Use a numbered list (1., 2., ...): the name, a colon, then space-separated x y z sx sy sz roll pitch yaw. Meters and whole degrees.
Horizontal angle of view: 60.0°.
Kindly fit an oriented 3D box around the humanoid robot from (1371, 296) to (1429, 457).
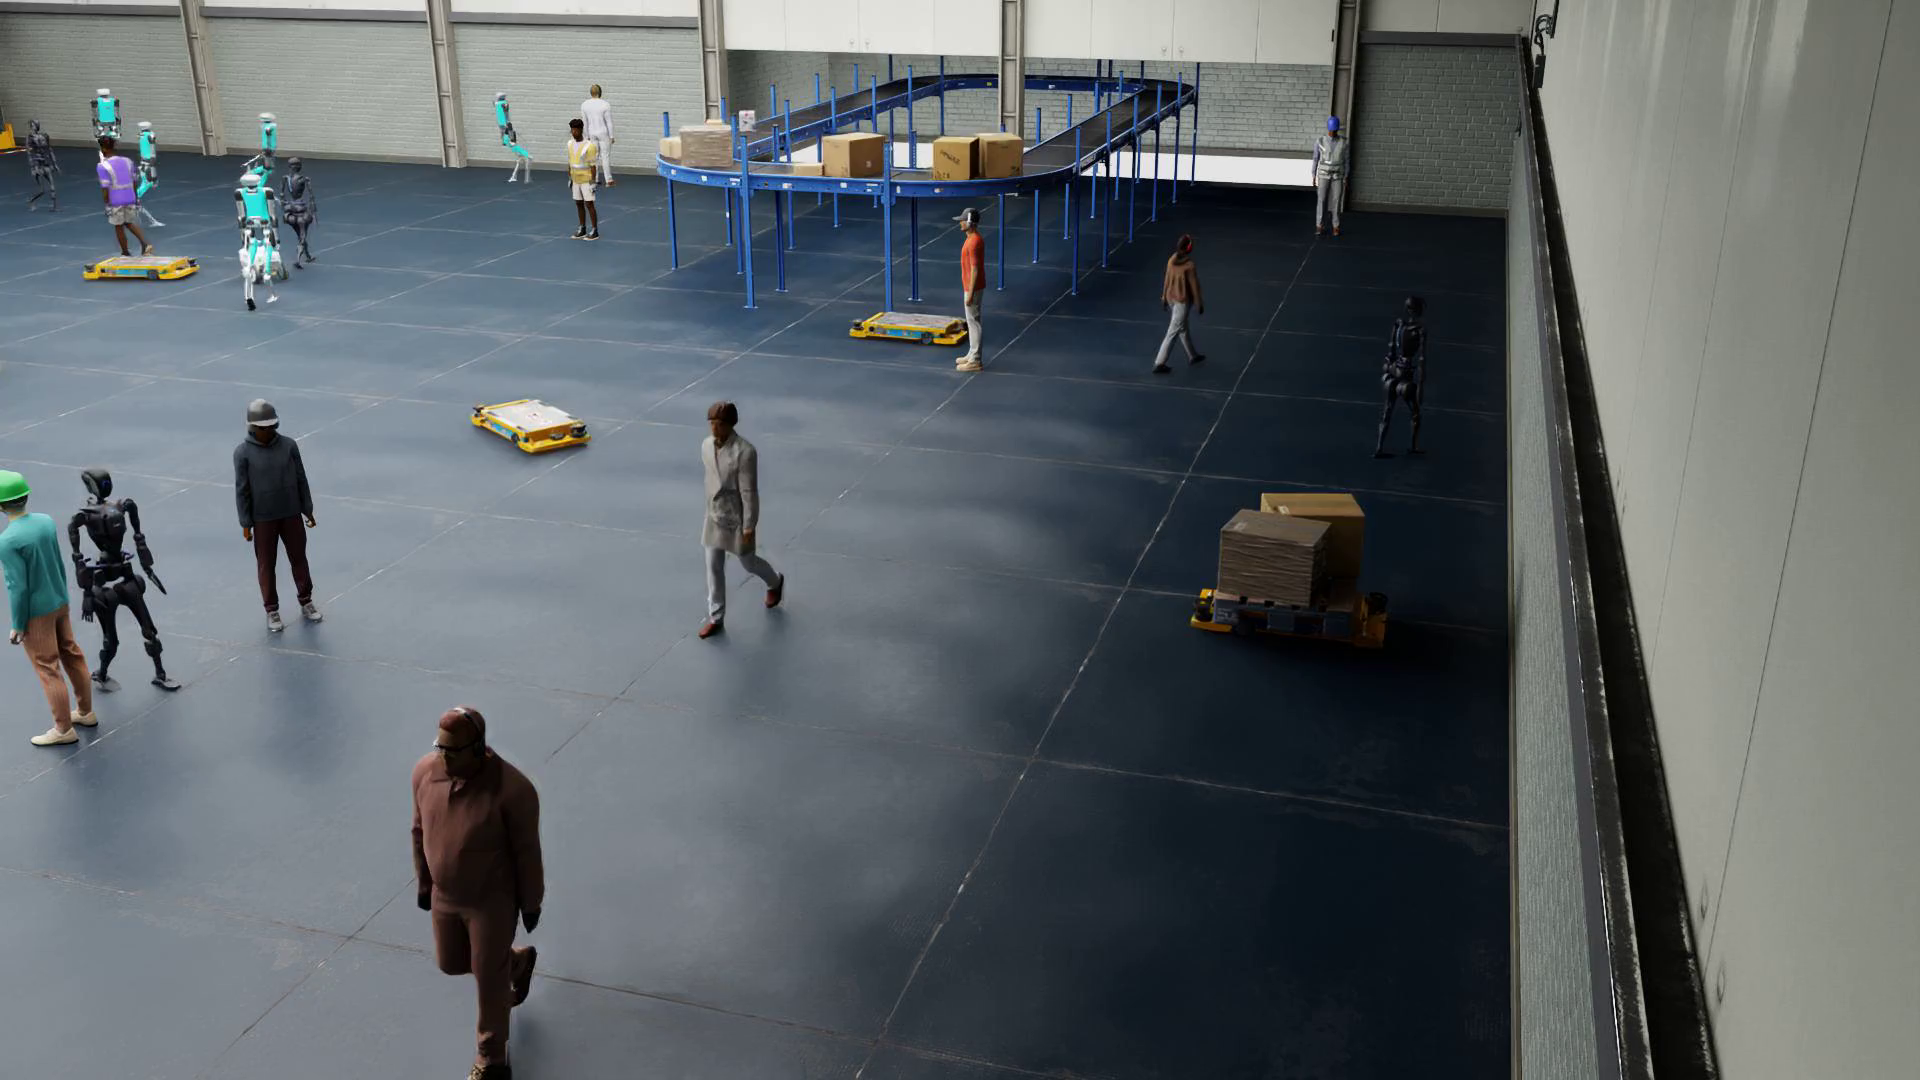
1. humanoid robot: 4.402 -1.613 16.418 0.593 1.641 0.597 -9 23 -22

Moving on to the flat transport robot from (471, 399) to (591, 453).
1. flat transport robot: -4.478 -1.203 17.299 0.659 0.231 1.431 -17 27 -37

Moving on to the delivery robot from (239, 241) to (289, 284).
1. delivery robot: -10.209 -4.051 24.314 0.789 0.614 0.499 20 29 41

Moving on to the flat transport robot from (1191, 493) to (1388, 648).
1. flat transport robot: 2.528 0.554 12.741 1.431 0.231 0.659 6 22 15

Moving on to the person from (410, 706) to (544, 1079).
1. person: -2.228 1.608 7.755 0.652 1.889 0.696 9 23 21

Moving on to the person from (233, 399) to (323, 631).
1. person: -5.169 -0.203 12.570 0.552 1.806 0.381 -16 26 -35

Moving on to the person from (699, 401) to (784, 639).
1. person: -1.682 -0.208 12.604 0.517 1.799 0.848 11 24 27

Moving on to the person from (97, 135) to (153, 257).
1. person: -12.672 -5.135 25.163 0.519 1.949 0.634 10 23 25

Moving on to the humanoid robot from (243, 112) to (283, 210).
1. humanoid robot: -12.505 -6.677 29.498 0.988 1.758 0.569 -2 21 -5

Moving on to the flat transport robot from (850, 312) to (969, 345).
1. flat transport robot: -0.615 -2.695 21.166 1.431 0.231 0.659 7 22 17

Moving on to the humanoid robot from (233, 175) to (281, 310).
1. humanoid robot: -9.586 -4.004 22.573 0.549 1.792 0.905 -2 21 -5

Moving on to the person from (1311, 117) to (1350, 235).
1. person: 6.110 -6.004 27.445 0.616 1.933 0.414 1 21 4

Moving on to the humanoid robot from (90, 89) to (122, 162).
1. humanoid robot: -17.037 -8.085 33.136 0.762 1.792 0.538 19 28 40

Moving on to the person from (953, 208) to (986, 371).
1. person: 0.108 -2.942 19.529 0.393 1.912 0.479 0 21 1

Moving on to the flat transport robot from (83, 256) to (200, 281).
1. flat transport robot: -12.106 -4.020 24.605 1.431 0.231 0.659 1 21 2

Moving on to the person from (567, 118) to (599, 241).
1. person: -6.138 -5.864 27.050 0.604 1.958 0.369 15 26 33

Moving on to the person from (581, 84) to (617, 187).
1. person: -6.957 -7.800 32.090 0.630 1.940 0.373 5 22 13

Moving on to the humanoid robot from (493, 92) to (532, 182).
1. humanoid robot: -8.695 -7.880 32.627 0.756 1.807 0.548 -16 26 -35

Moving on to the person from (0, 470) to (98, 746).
1. person: -5.987 0.442 10.804 0.363 1.872 0.512 3 21 8

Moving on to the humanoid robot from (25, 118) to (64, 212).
1. humanoid robot: -16.314 -6.645 29.480 0.563 1.639 0.589 6 22 15

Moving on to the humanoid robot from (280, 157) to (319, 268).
1. humanoid robot: -10.021 -4.948 25.136 0.615 1.626 0.801 5 22 12

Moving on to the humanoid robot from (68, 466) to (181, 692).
1. humanoid robot: -5.846 0.281 11.512 0.602 1.642 0.596 10 23 24

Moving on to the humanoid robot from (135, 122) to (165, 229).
1. humanoid robot: -13.802 -6.064 27.928 0.753 1.828 0.550 -18 27 -39

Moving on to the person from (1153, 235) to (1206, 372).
1. person: 2.616 -2.788 19.541 0.882 1.599 0.489 -14 25 -32
